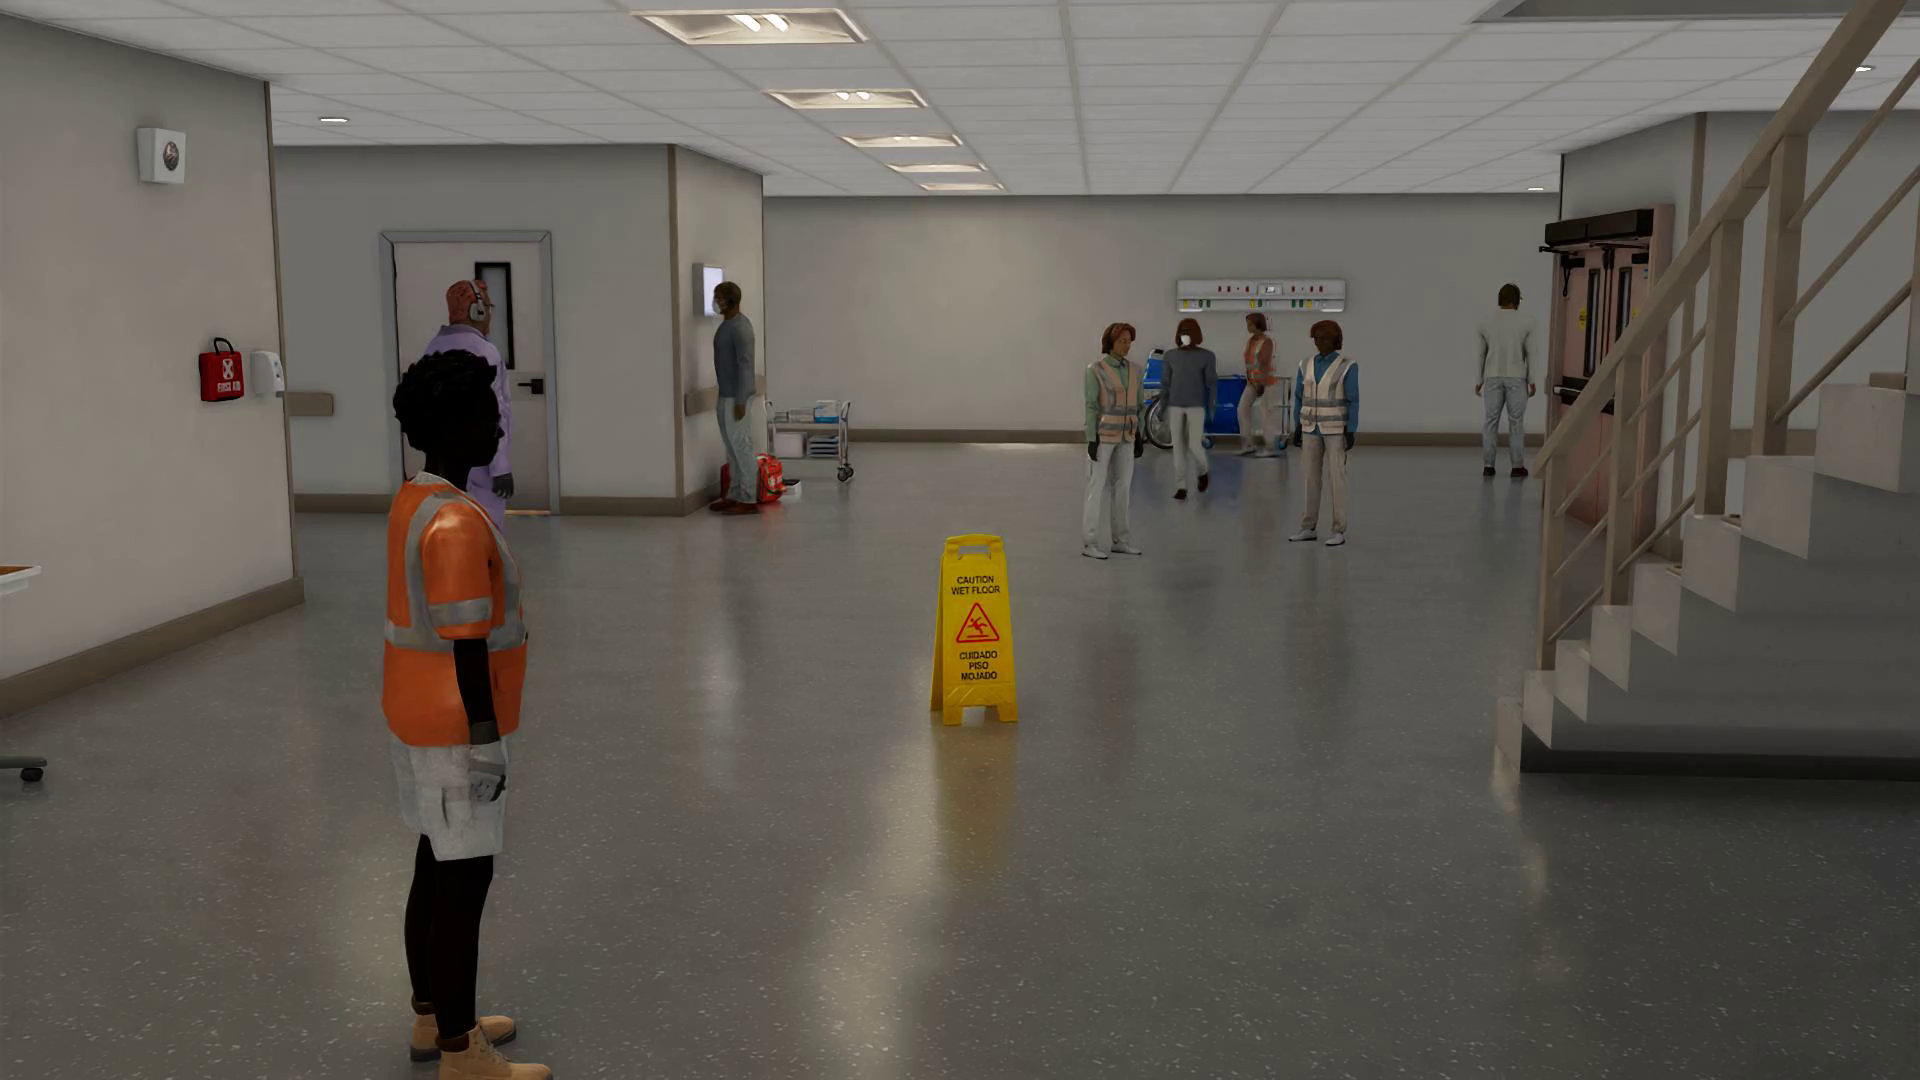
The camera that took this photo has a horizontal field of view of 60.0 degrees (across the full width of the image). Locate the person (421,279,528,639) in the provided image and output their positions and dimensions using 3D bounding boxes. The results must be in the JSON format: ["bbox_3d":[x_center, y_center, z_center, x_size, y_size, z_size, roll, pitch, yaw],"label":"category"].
[{"bbox_3d":[-2.536,-0.403,8.701,0.401,1.901,0.646,-8,12,-44],"label":"person"}]

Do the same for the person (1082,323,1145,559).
[{"bbox_3d":[1.062,-0.684,11.515,0.514,1.630,0.318,-6,10,-36],"label":"person"}]

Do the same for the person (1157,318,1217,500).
[{"bbox_3d":[2.028,-1.166,14.822,0.504,1.621,0.407,4,9,26],"label":"person"}]

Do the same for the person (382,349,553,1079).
[{"bbox_3d":[-1.138,0.418,3.784,0.316,1.695,0.542,-5,10,-28],"label":"person"}]

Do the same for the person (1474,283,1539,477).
[{"bbox_3d":[5.465,-1.594,16.661,0.627,1.936,0.374,5,10,30],"label":"person"}]

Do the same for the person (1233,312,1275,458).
[{"bbox_3d":[3.291,-1.720,18.553,0.561,1.618,0.534,-3,9,-19],"label":"person"}]

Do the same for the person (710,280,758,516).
[{"bbox_3d":[-1.872,-1.172,13.778,0.352,1.937,0.635,-3,9,-22],"label":"person"}]

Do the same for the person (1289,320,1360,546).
[{"bbox_3d":[2.660,-0.779,12.126,0.307,1.637,0.525,-8,12,-44],"label":"person"}]
